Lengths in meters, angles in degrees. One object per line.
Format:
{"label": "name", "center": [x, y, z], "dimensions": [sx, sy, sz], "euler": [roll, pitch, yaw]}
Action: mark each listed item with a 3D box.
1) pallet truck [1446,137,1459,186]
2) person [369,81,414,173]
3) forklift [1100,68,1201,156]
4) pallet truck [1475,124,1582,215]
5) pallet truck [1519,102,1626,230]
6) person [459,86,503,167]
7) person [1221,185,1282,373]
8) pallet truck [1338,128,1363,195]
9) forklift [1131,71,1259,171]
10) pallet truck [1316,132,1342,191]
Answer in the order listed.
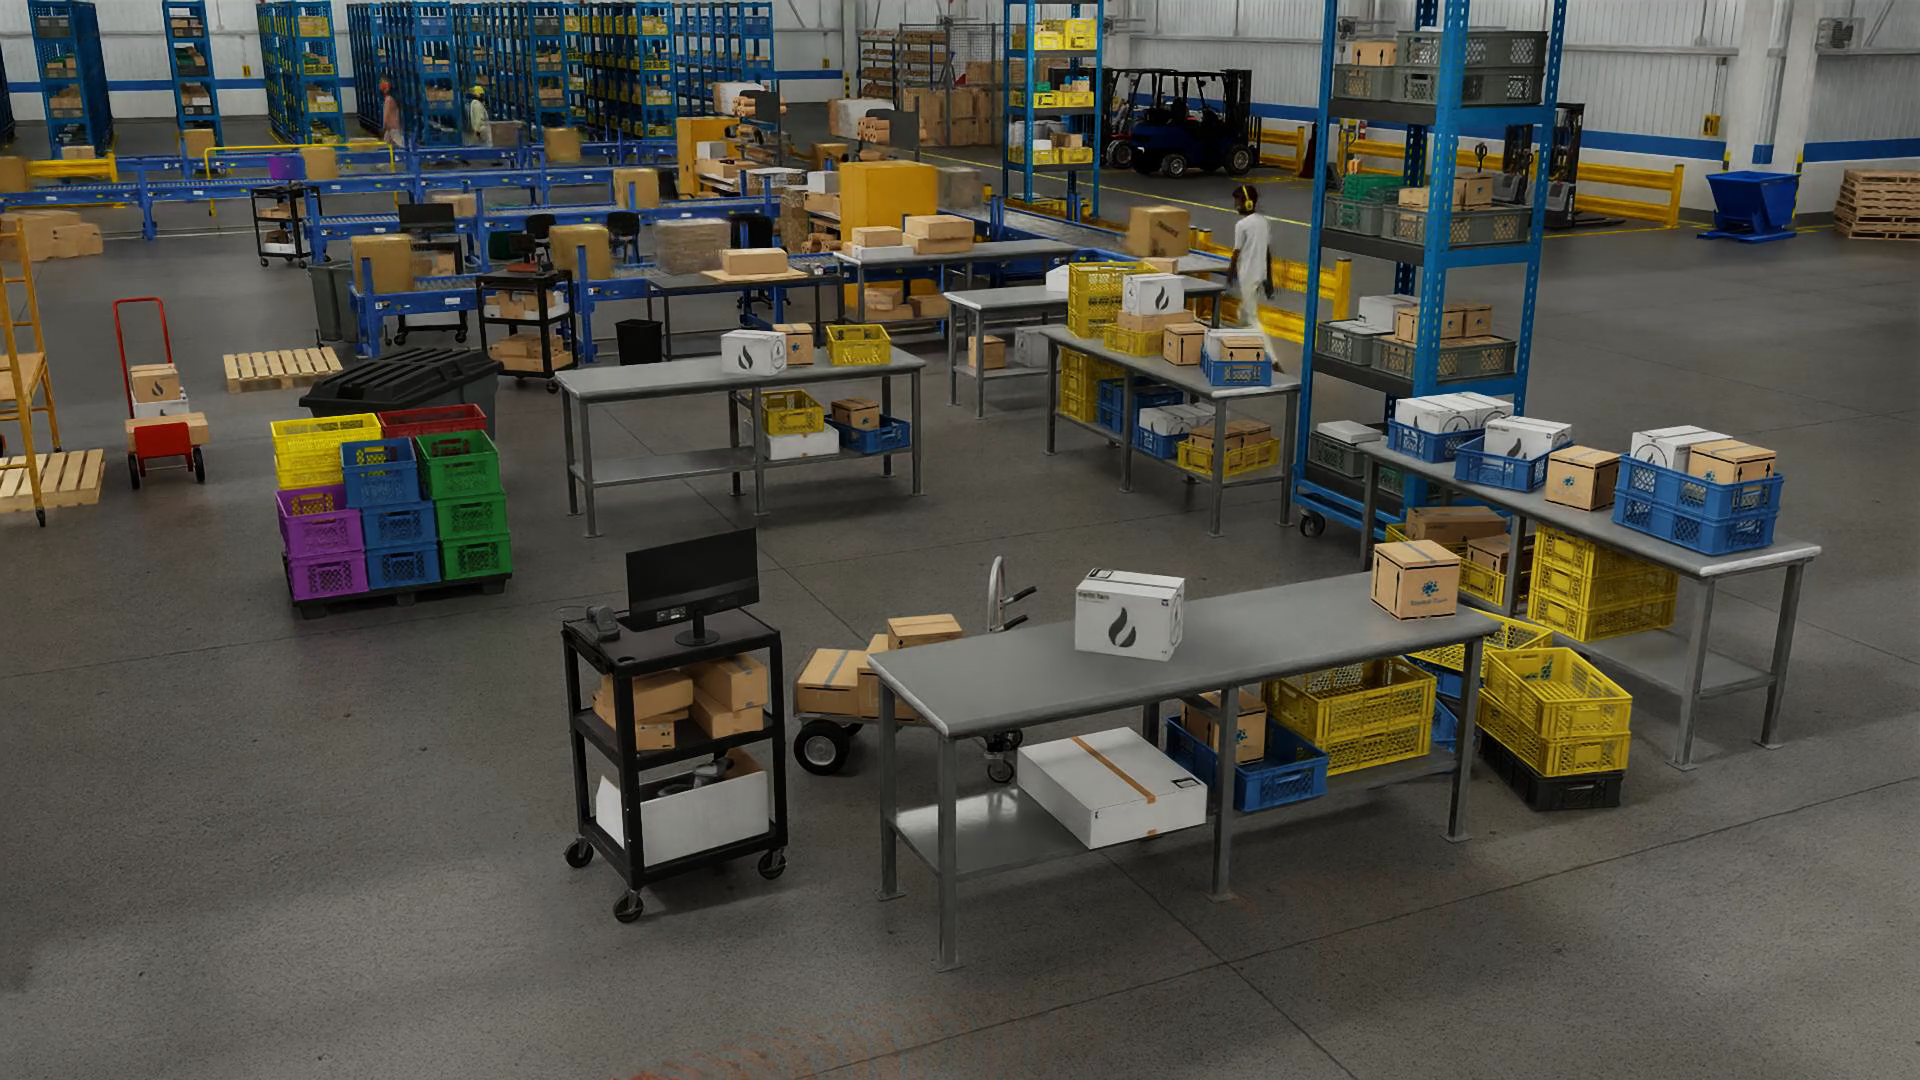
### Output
{"label": "pallet truck", "center": [9.184, -6.485, 29.328], "dimensions": [1.630, 1.274, 0.653], "euler": [-8, 19, -23]}
{"label": "person", "center": [-12.293, -8.906, 35.931], "dimensions": [1.046, 1.944, 0.613], "euler": [-5, 18, -14]}
{"label": "forklift", "center": [4.082, -9.564, 37.410], "dimensions": [2.680, 1.987, 1.157], "euler": [-8, 19, -23]}
{"label": "pallet truck", "center": [9.707, -6.455, 28.103], "dimensions": [1.885, 1.965, 0.823], "euler": [-7, 19, -20]}
{"label": "pallet truck", "center": [9.972, -6.037, 26.785], "dimensions": [1.885, 1.965, 0.823], "euler": [-9, 20, -25]}
{"label": "person", "center": [-10.838, -9.270, 37.311], "dimensions": [0.913, 1.797, 0.602], "euler": [-7, 19, -22]}
{"label": "person", "center": [2.811, -2.476, 15.884], "dimensions": [0.885, 1.820, 0.524], "euler": [15, 23, 39]}
{"label": "pallet truck", "center": [7.845, -7.140, 31.411], "dimensions": [1.522, 1.261, 0.704], "euler": [-9, 20, -25]}
{"label": "forklift", "center": [4.998, -8.936, 35.413], "dimensions": [2.680, 1.987, 1.157], "euler": [-9, 20, -25]}
{"label": "pallet truck", "center": [7.723, -7.504, 32.656], "dimensions": [1.601, 1.201, 0.680], "euler": [-8, 19, -23]}
